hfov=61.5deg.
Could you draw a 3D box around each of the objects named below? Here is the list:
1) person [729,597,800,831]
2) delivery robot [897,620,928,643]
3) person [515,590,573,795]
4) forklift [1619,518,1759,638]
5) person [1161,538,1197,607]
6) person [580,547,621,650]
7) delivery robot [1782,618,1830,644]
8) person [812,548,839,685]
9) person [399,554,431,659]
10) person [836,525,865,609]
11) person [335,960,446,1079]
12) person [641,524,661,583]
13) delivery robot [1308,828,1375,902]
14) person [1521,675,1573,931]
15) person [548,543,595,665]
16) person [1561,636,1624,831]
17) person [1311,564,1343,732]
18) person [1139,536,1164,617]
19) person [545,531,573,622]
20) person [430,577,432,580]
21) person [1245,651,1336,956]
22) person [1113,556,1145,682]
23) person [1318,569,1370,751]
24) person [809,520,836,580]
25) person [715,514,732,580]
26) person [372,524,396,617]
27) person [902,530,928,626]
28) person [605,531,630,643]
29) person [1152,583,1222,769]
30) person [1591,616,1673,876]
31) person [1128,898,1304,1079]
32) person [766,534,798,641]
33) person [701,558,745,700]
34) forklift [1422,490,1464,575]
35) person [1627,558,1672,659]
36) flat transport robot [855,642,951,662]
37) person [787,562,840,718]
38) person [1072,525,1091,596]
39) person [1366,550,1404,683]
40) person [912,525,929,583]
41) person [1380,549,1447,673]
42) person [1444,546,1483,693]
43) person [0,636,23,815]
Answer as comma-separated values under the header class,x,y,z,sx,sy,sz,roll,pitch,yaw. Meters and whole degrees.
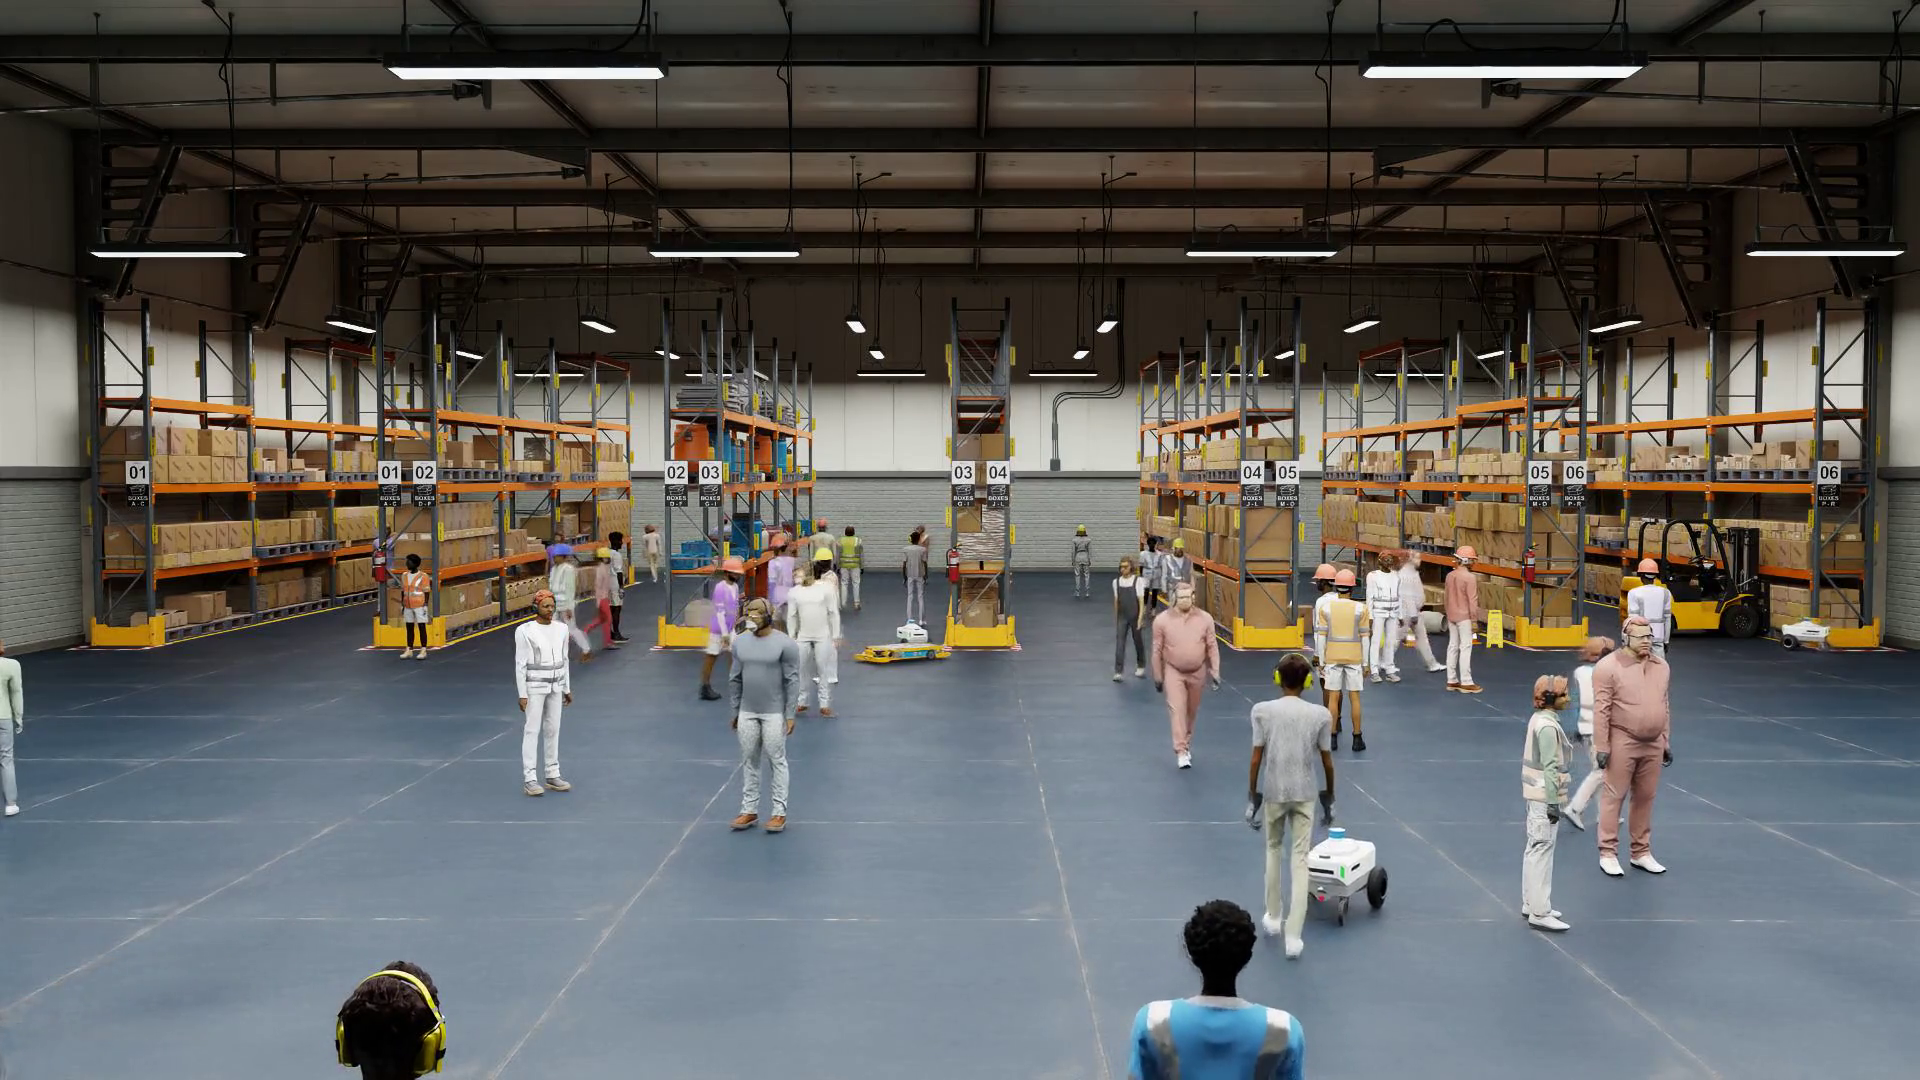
class,x,y,z,sx,sy,sz,roll,pitch,yaw
person,-1.633,1.441,13.419,0.629,1.936,0.371,1,2,22
delivery robot,-0.793,1.567,26.738,0.477,0.478,0.707,-1,2,-20
person,-3.863,1.404,15.016,0.352,1.883,0.579,2,3,39
forklift,13.417,0.684,29.791,2.313,2.155,1.214,0,2,0
person,3.972,0.875,29.231,0.602,1.814,0.495,0,2,-12
person,-6.117,0.983,27.361,0.673,1.740,0.522,0,2,-2
delivery robot,14.249,1.549,27.188,0.707,0.478,0.477,2,3,35
person,-1.903,1.072,22.822,0.374,1.924,0.595,-1,2,-13
person,-8.741,1.062,25.892,0.534,1.698,0.322,1,2,20
person,-2.421,0.601,35.676,0.633,1.846,0.429,0,2,3
person,-1.244,1.870,3.563,0.531,1.860,0.318,0,2,-1
person,-8.516,0.368,44.431,0.526,1.598,0.741,-1,3,-28
delivery robot,2.551,2.195,10.918,0.477,0.478,0.707,1,3,31
person,3.843,1.700,10.580,0.310,1.637,0.523,0,2,12
person,-6.076,0.998,24.903,0.616,1.916,0.939,2,3,43
person,5.289,1.601,13.434,0.727,1.614,0.526,-1,2,-19
person,4.179,1.240,18.426,0.360,1.939,0.543,2,3,39
person,3.998,0.765,33.620,0.536,1.685,0.361,0,2,-3
person,-8.080,0.726,32.556,0.570,1.840,0.372,0,2,10
person,-10.767,0.653,32.379,0.631,2.003,0.946,0,2,-3
person,2.086,1.616,10.166,0.547,1.837,0.825,1,2,14
person,2.462,1.121,23.382,0.508,1.799,0.992,1,2,23
person,4.128,1.282,17.370,0.546,1.939,0.375,1,2,19
person,-3.138,0.516,37.018,0.643,1.933,0.872,0,2,-4
person,-6.458,0.223,44.274,0.550,1.921,0.569,0,2,-1
person,-11.991,0.632,33.735,0.632,1.940,0.372,0,2,6
person,-0.878,0.745,31.716,0.514,1.876,0.328,0,2,3
person,-6.089,0.826,28.509,0.361,1.965,0.612,-2,3,-38
person,2.302,1.362,16.423,0.654,1.853,0.996,0,2,-6
person,4.997,1.514,11.941,0.649,1.906,0.401,-1,2,-15
person,0.754,1.917,4.790,0.536,1.672,0.778,0,2,10
person,-2.774,0.918,25.506,0.598,2.023,0.610,2,3,34
person,-3.014,1.167,21.049,0.949,1.871,0.545,1,3,27
forklift,13.926,-0.371,47.846,1.873,2.768,1.129,0,2,0
person,8.360,1.192,19.656,0.553,1.935,0.363,0,2,-6
flat transport robot,-0.908,1.789,25.823,1.431,0.197,0.652,-2,3,-37
person,-1.784,1.214,19.723,0.696,1.899,0.361,1,2,13
person,2.957,0.504,39.395,0.487,1.743,0.315,0,2,-2
person,6.071,1.085,23.048,0.574,1.883,0.356,-1,2,-16
person,-1.105,0.400,43.767,0.528,1.586,0.877,1,2,19
person,6.734,1.060,24.039,1.016,1.850,0.668,1,3,27
person,6.857,1.073,22.012,0.392,1.990,0.612,-1,2,-19
person,-8.366,1.570,13.921,0.507,1.631,0.266,-2,3,-34
